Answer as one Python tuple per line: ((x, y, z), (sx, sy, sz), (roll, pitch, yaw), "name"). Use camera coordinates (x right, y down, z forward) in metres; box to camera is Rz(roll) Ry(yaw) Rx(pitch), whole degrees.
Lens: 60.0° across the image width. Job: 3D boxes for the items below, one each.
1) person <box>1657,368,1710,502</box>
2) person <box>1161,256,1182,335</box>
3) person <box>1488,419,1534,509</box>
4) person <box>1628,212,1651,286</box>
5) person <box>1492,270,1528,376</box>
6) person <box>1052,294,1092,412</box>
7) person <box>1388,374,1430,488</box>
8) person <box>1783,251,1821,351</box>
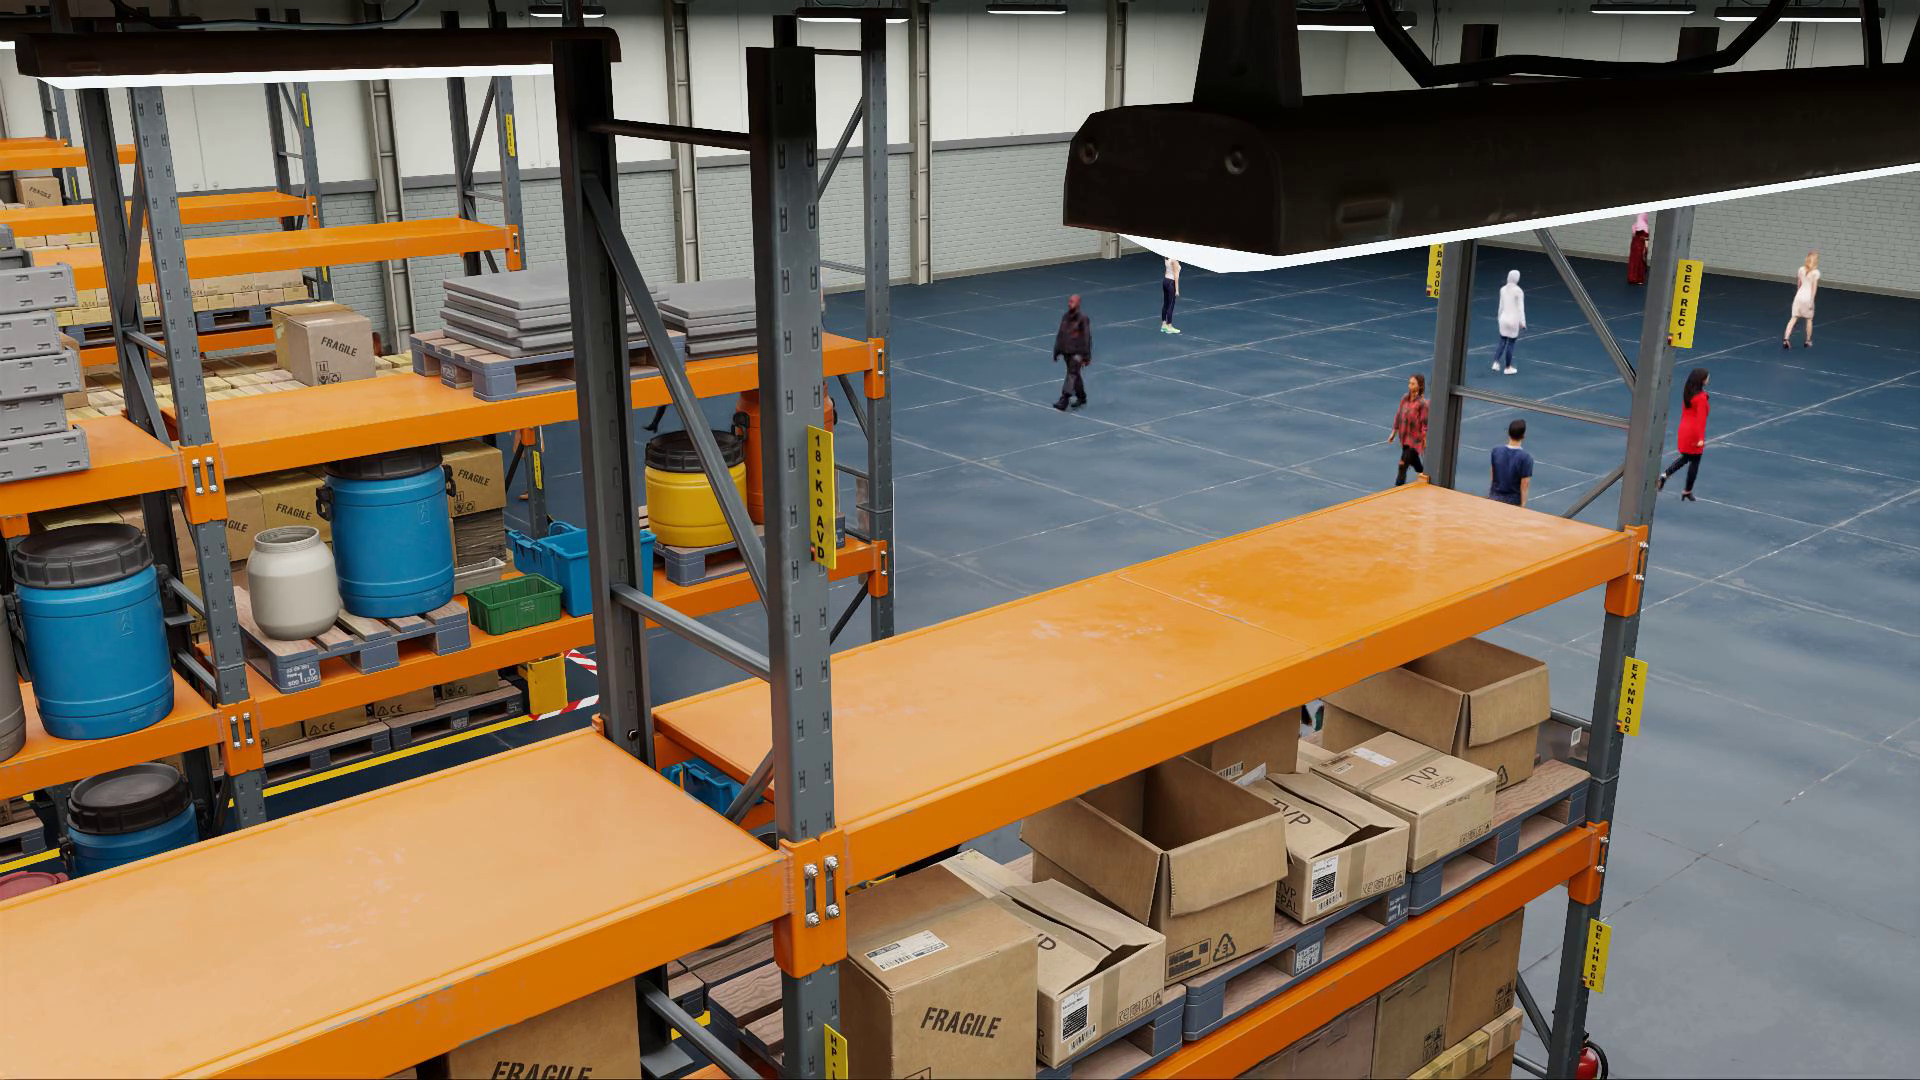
((9.109, -1.304, 20.880), (0.953, 1.733, 0.850), (-2, 18, -8), "person")
((4.006, -4.817, 31.717), (0.644, 1.702, 0.661), (-6, 19, -19), "person")
((5.818, -0.355, 17.842), (0.792, 1.810, 1.096), (12, 22, 32), "person")
((15.116, -6.501, 36.991), (0.725, 1.639, 0.739), (-6, 19, -18), "person")
((9.238, -3.659, 28.050), (0.696, 1.772, 0.674), (-11, 21, -30), "person")
((1.818, -2.892, 25.661), (1.210, 1.791, 0.768), (-17, 25, -42), "person")
((5.718, -1.247, 20.823), (1.161, 1.660, 0.837), (-8, 20, -22), "person")
((15.083, -4.253, 29.855), (1.106, 1.783, 0.673), (-11, 21, -31), "person")
